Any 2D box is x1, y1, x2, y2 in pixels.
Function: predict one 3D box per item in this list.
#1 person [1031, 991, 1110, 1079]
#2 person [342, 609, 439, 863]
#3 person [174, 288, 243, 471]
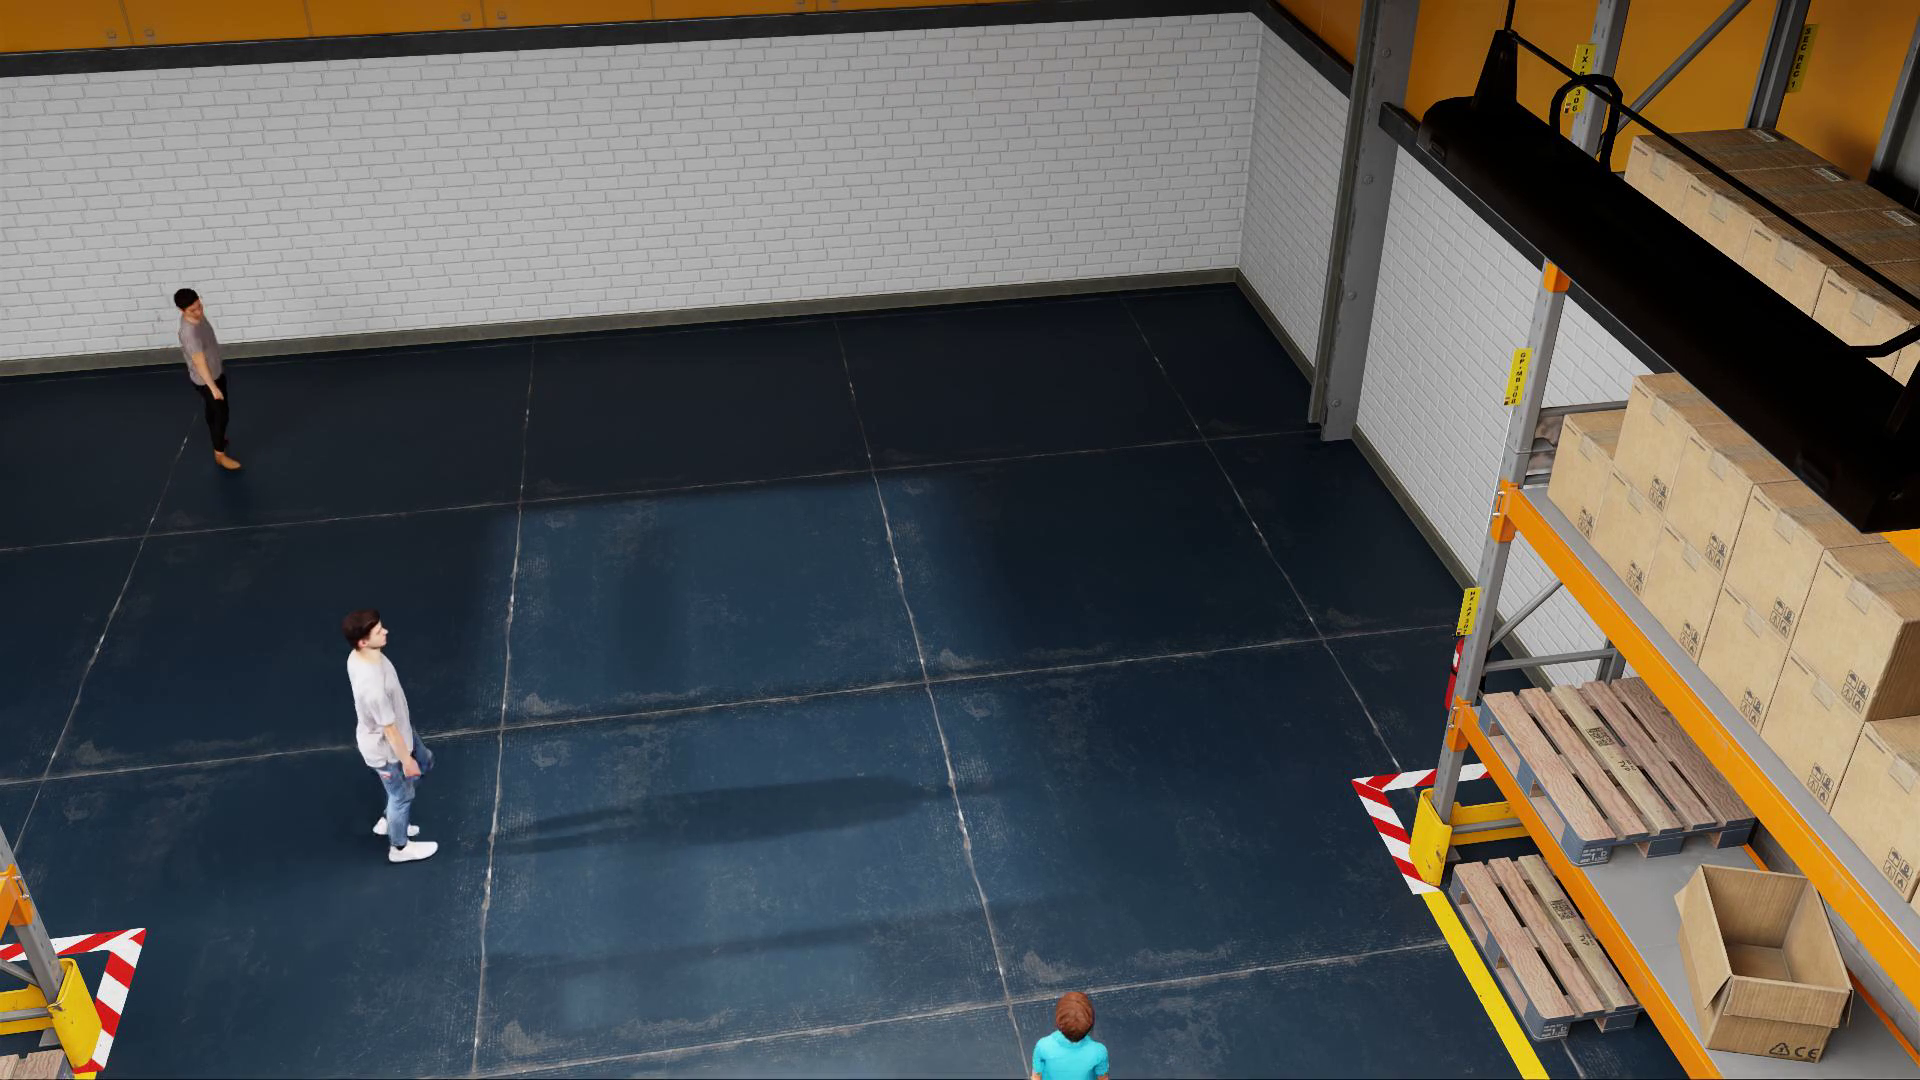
[{"bbox_3d":[0.525,2.777,8.079,0.647,1.438,0.786,5,34,7],"label":"person"},{"bbox_3d":[-3.540,1.209,10.043,0.807,1.874,0.682,-12,36,-18],"label":"person"},{"bbox_3d":[-6.434,-1.421,14.172,0.897,1.683,0.537,-18,38,-25],"label":"person"}]
